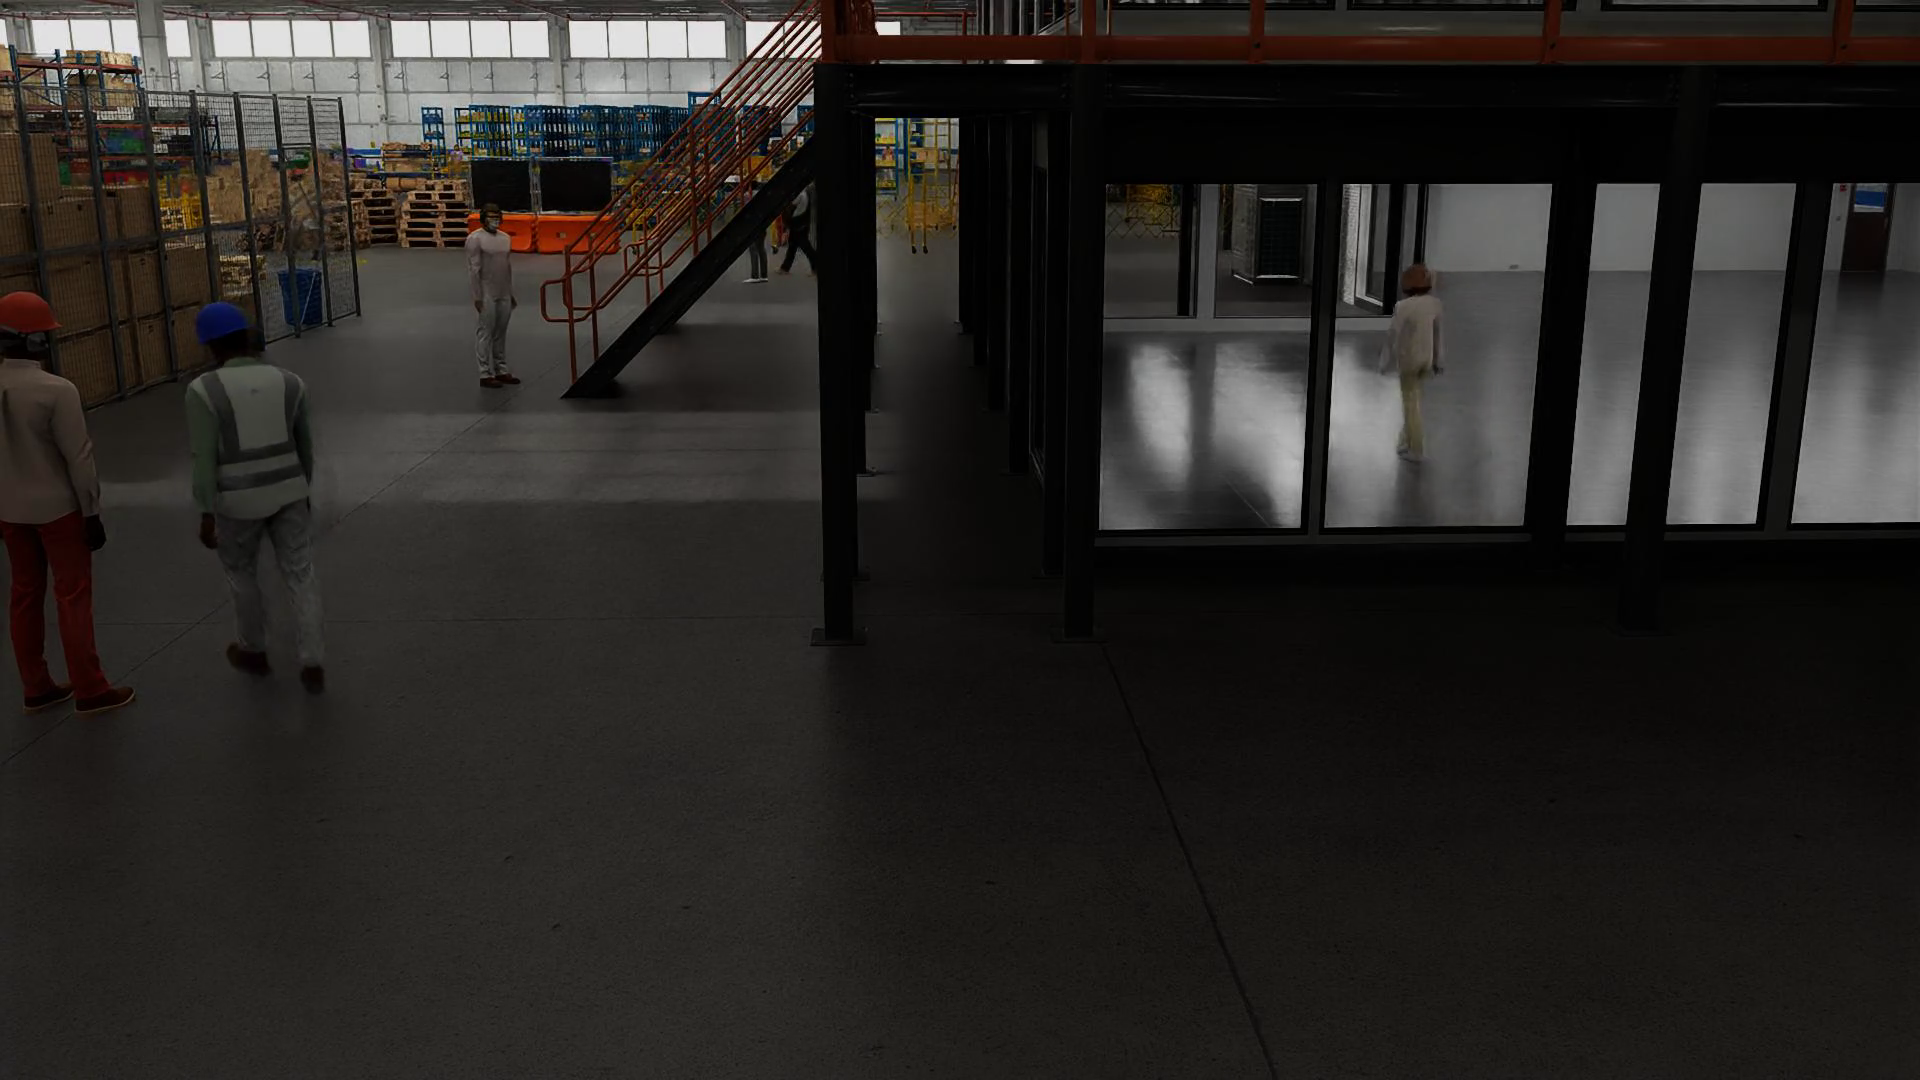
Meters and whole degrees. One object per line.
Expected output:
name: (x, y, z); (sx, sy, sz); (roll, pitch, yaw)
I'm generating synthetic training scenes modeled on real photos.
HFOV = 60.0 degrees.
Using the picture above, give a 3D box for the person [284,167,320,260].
person: (-13.509, -6.674, 34.038); (1.028, 1.878, 0.567); (9, 17, 33)

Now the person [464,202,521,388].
person: (-4.932, -2.585, 17.583); (0.373, 1.936, 0.627); (7, 15, 25)

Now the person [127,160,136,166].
person: (-31.815, -14.089, 64.114); (0.537, 1.673, 0.763); (12, 18, 40)

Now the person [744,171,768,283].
person: (-3.613, -5.472, 29.138); (0.384, 1.924, 0.594); (9, 17, 32)

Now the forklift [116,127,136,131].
forklift: (-38.728, -18.055, 77.497); (1.129, 2.768, 1.873); (-6, 15, -22)

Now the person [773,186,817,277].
person: (-2.946, -5.846, 30.399); (1.011, 2.000, 0.678); (2, 14, 10)

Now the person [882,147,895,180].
person: (-3.237, -16.935, 74.808); (0.620, 1.997, 0.372); (6, 15, 24)

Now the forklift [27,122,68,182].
forklift: (-35.376, -14.773, 64.377); (1.129, 2.768, 1.873); (-1, 14, -2)

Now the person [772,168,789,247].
person: (-4.075, -7.517, 37.642); (0.532, 1.765, 0.330); (13, 19, 43)

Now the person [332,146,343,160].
person: (-27.873, -16.748, 74.510); (0.896, 1.771, 0.612); (6, 15, 22)

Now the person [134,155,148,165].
person: (-33.831, -15.335, 68.687); (0.597, 1.887, 1.075); (-6, 15, -22)

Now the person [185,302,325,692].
person: (-3.478, -0.210, 8.158); (0.889, 1.889, 0.669); (12, 19, 41)

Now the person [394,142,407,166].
person: (-27.482, -18.596, 81.716); (0.827, 1.875, 0.646); (13, 19, 42)

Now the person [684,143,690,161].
person: (-12.909, -17.951, 79.200); (0.404, 1.836, 0.590); (7, 15, 25)

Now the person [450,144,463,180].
person: (-22.563, -16.826, 74.681); (0.564, 1.846, 0.390); (-6, 15, -23)

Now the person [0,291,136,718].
person: (-4.247, -0.149, 7.725); (0.614, 1.994, 0.381); (3, 14, 13)
